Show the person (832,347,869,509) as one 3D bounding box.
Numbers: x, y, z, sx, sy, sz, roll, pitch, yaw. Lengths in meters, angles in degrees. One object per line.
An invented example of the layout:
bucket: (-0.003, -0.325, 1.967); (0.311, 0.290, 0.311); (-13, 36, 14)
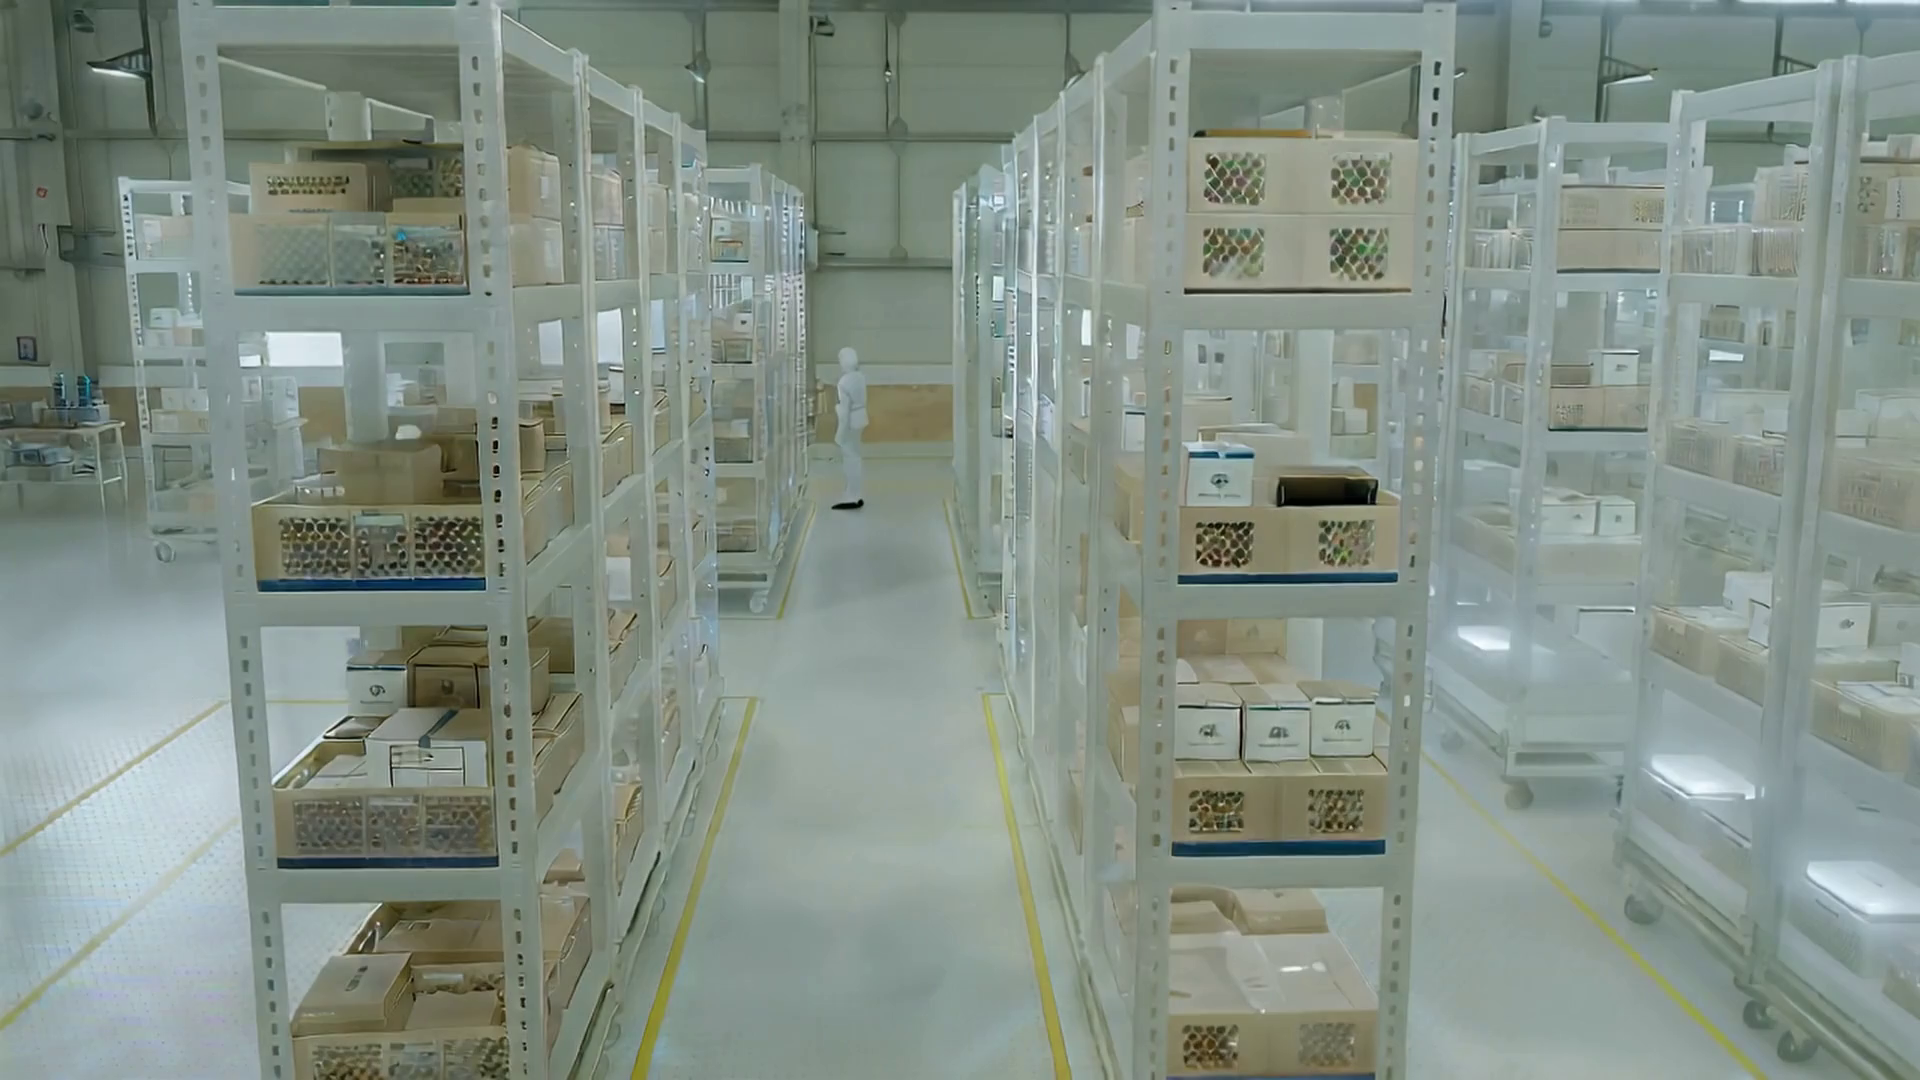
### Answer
person: (-1.244, -1.276, 19.004); (0.380, 1.842, 0.570); (4, 11, 20)

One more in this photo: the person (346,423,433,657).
person: (-3.783, 0.117, 11.171); (0.693, 1.812, 0.601); (-1, 10, -6)
